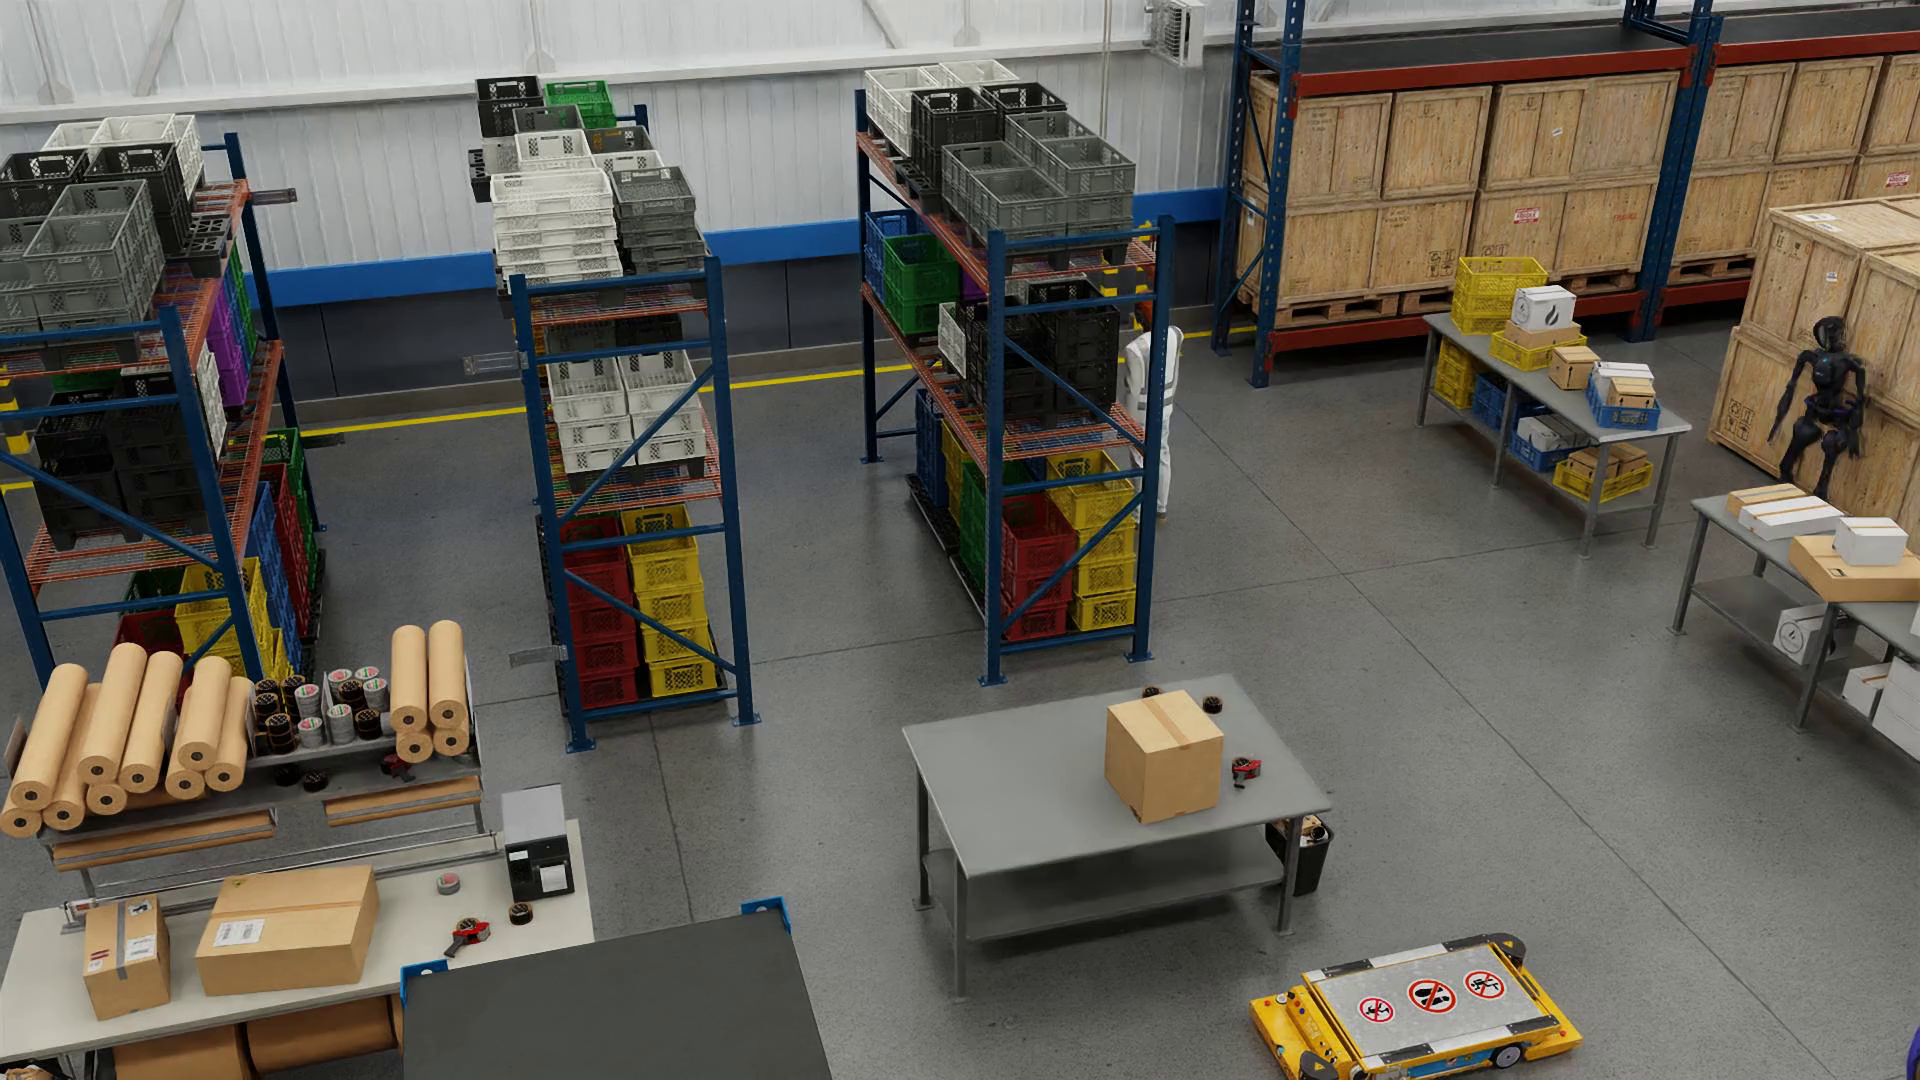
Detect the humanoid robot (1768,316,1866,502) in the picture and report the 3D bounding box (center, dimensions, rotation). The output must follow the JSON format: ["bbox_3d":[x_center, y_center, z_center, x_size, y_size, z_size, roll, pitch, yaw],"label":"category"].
[{"bbox_3d":[6.355,-0.844,12.253,0.422,1.634,0.675,-19,34,-30],"label":"humanoid robot"}]

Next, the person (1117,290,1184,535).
[{"bbox_3d":[1.371,-0.933,12.180,0.572,1.886,0.359,-25,38,-38],"label":"person"}]

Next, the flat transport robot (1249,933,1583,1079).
[{"bbox_3d":[2.184,2.282,7.980,1.431,0.197,0.652,-8,30,-14],"label":"flat transport robot"}]
